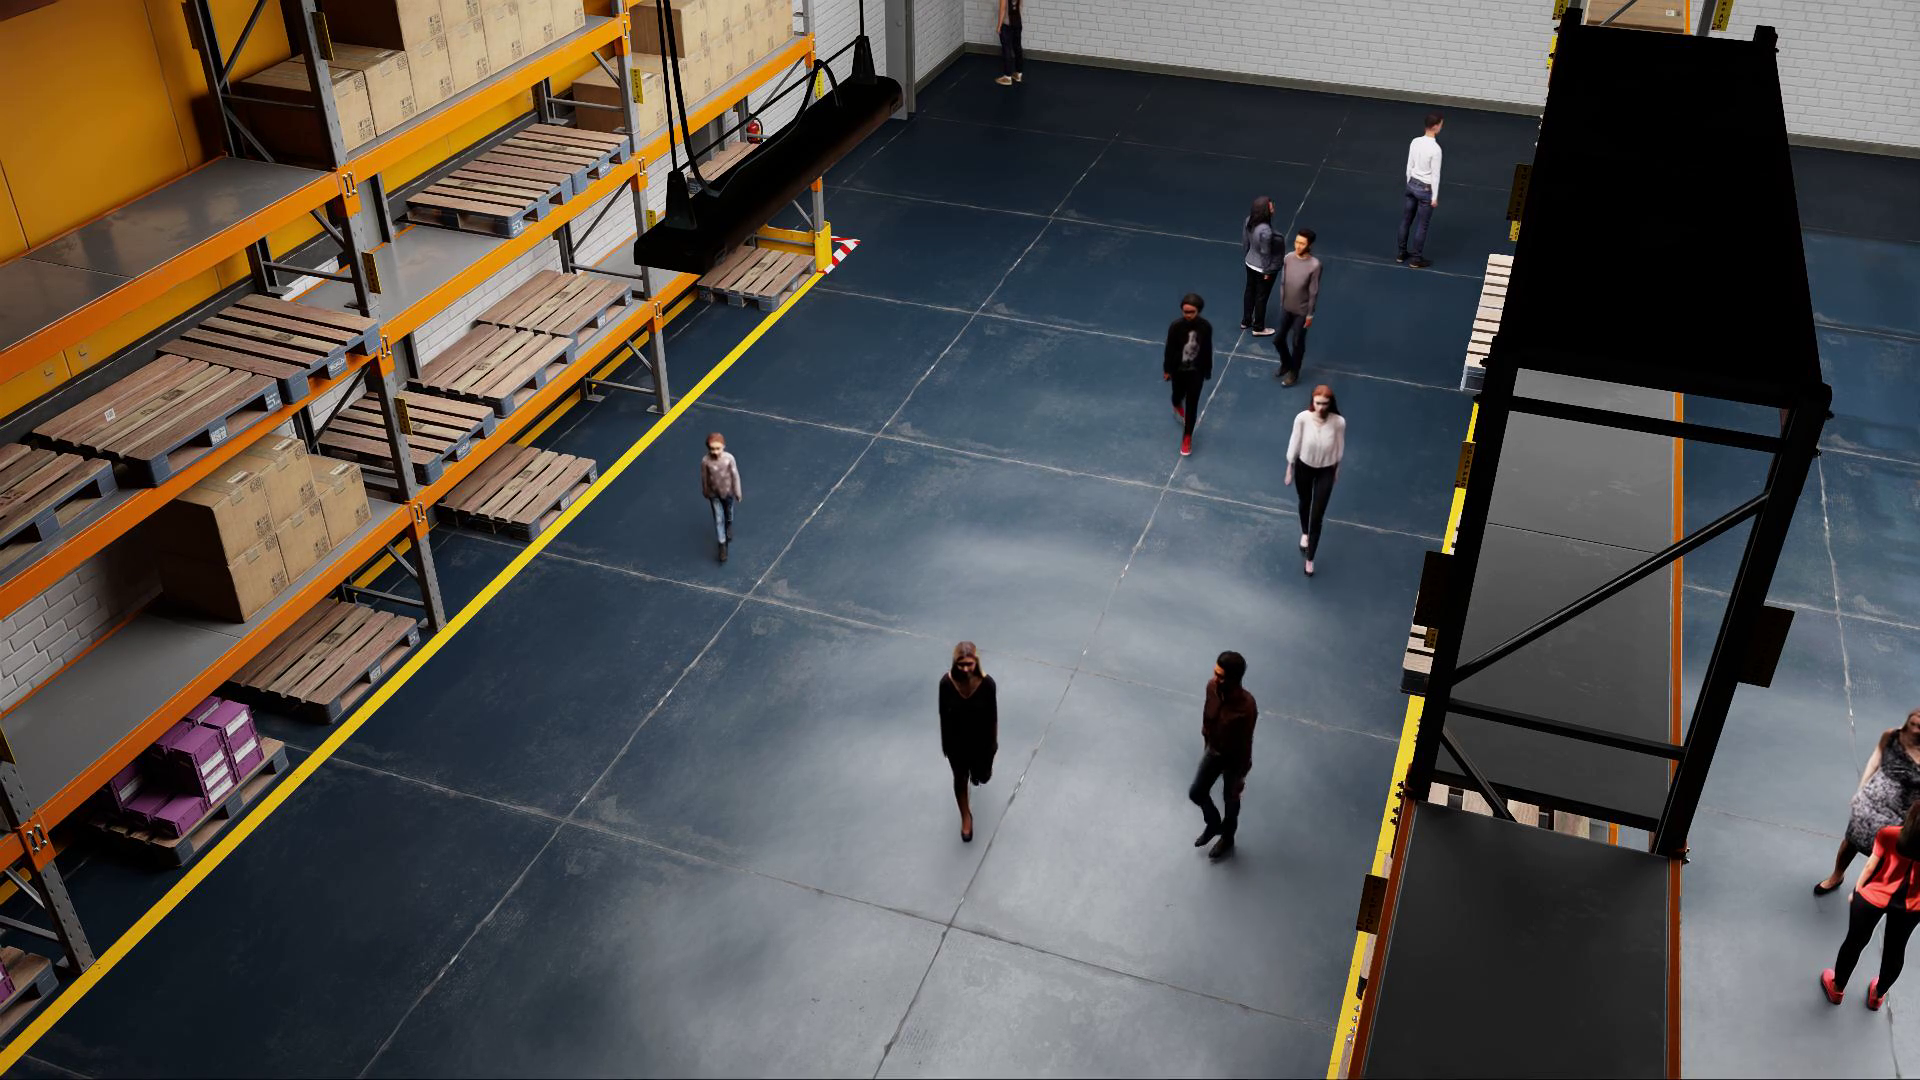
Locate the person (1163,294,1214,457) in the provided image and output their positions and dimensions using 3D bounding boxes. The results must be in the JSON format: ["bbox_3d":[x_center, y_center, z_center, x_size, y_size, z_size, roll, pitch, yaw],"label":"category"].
[{"bbox_3d":[2.246,-1.710,16.370,0.802,1.641,1.111,2,34,3],"label":"person"}]

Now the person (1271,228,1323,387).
[{"bbox_3d":[3.585,-2.438,17.359,0.735,1.759,0.726,22,39,29],"label":"person"}]

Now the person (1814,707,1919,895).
[{"bbox_3d":[6.191,1.772,11.075,0.654,1.705,0.643,-24,41,-32],"label":"person"}]

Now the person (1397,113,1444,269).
[{"bbox_3d":[5.509,-4.194,19.899,0.771,1.873,0.727,-19,38,-26],"label":"person"}]

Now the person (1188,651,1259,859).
[{"bbox_3d":[1.905,1.462,11.488,0.762,1.763,0.759,-28,43,-35],"label":"person"}]

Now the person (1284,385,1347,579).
[{"bbox_3d":[3.123,-0.617,14.646,0.683,1.730,0.977,8,34,12],"label":"person"}]

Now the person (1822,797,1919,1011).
[{"bbox_3d":[5.802,2.247,10.371,0.600,1.693,0.534,9,35,14],"label":"person"}]

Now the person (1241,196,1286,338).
[{"bbox_3d":[3.328,-3.044,18.417,0.862,1.597,0.795,-12,35,-18],"label":"person"}]

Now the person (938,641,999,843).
[{"bbox_3d":[0.071,1.362,11.729,0.716,1.663,0.886,2,34,2],"label":"person"}]

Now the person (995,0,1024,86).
[{"bbox_3d":[0.778,-7.978,25.574,0.661,1.893,0.795,-25,41,-33],"label":"person"}]

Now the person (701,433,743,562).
[{"bbox_3d":[-2.135,-0.463,14.917,0.721,1.173,0.885,-4,34,-6],"label":"person"}]
